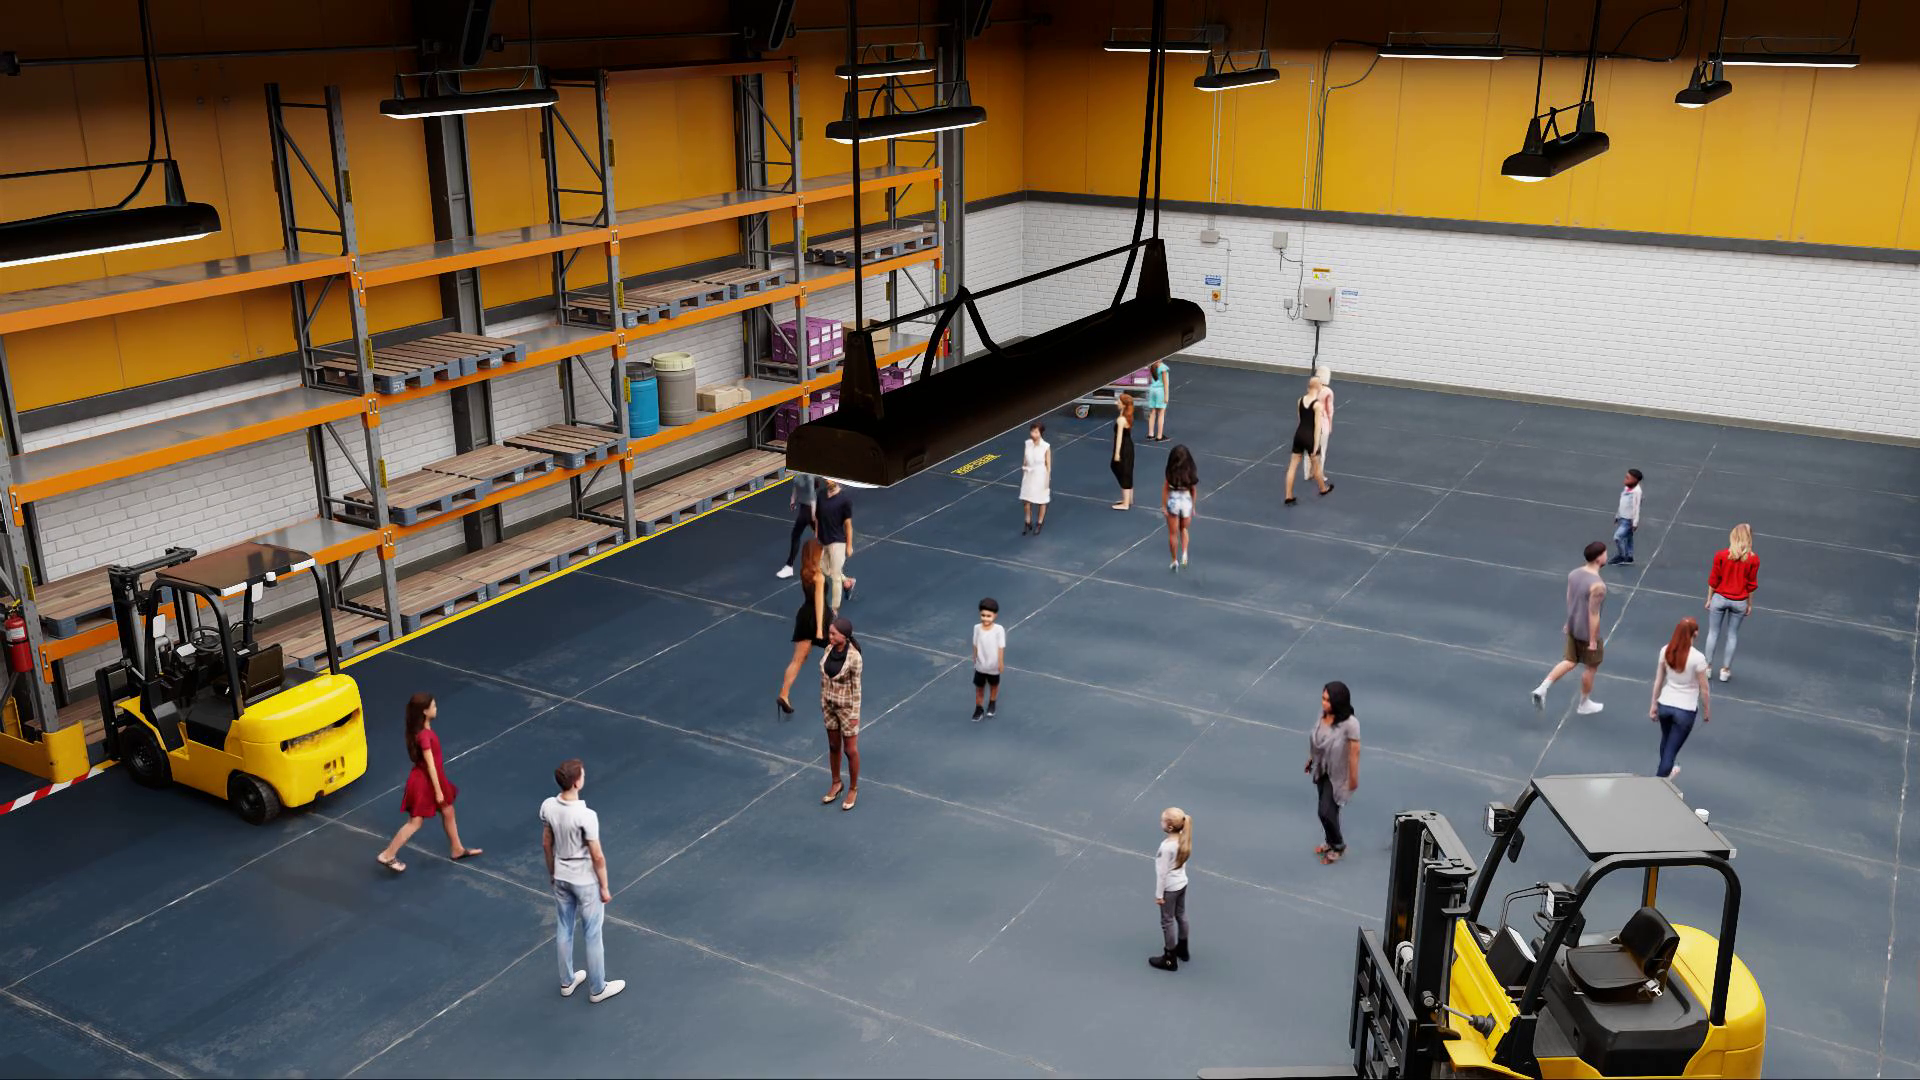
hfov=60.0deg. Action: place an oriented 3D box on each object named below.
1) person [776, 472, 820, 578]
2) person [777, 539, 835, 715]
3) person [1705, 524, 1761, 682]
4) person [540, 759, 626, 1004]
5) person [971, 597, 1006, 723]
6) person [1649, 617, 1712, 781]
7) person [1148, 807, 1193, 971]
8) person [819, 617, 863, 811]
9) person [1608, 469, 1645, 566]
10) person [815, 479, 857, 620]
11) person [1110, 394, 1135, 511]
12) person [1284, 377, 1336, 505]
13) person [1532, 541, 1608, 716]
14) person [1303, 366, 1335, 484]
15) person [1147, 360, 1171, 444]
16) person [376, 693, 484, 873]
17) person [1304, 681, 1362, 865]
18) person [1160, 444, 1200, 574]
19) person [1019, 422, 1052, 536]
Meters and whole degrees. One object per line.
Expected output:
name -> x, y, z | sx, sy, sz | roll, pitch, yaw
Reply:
person -> -1.800, -0.369, 20.402 | 1.235, 1.693, 1.111 | -6, 19, -16
person -> -1.532, 0.903, 16.481 | 1.197, 1.786, 0.879 | -13, 23, -34
person -> 8.029, 0.652, 17.359 | 0.669, 1.699, 0.608 | 6, 19, 16
person -> -2.733, 2.423, 11.863 | 0.663, 1.851, 0.544 | 9, 21, 25
person -> 0.304, 1.155, 16.580 | 0.595, 1.243, 0.725 | 4, 19, 11
person -> 6.276, 1.552, 14.682 | 1.063, 1.704, 0.814 | -14, 23, -35
person -> 1.586, 2.567, 12.338 | 0.579, 1.274, 0.460 | 14, 23, 36
person -> -1.041, 1.510, 14.662 | 0.608, 1.795, 0.585 | 14, 23, 36
person -> 8.443, -0.281, 20.841 | 0.652, 1.246, 0.596 | 2, 19, 5
person -> -1.414, 0.008, 19.048 | 0.678, 1.842, 0.990 | 12, 22, 31
person -> 2.288, -1.229, 23.069 | 0.656, 1.621, 0.540 | 7, 20, 20
person -> 4.767, -1.340, 23.179 | 1.242, 1.761, 0.974 | -16, 24, -39
person -> 6.021, 0.883, 16.250 | 1.127, 1.828, 1.019 | -6, 20, -18
person -> 5.232, -1.701, 24.309 | 0.636, 1.725, 0.591 | 16, 25, 40
person -> 3.157, -2.342, 26.471 | 0.633, 1.558, 0.621 | -14, 23, -35
person -> -4.442, 2.014, 13.598 | 1.098, 1.518, 0.963 | -7, 20, -19
person -> 3.179, 1.895, 13.840 | 0.822, 1.591, 0.768 | -8, 20, -21
person -> 2.718, -0.356, 20.491 | 0.702, 1.612, 0.758 | -3, 19, -10
person -> 1.040, -0.832, 22.010 | 0.580, 1.544, 0.633 | 8, 20, 23
